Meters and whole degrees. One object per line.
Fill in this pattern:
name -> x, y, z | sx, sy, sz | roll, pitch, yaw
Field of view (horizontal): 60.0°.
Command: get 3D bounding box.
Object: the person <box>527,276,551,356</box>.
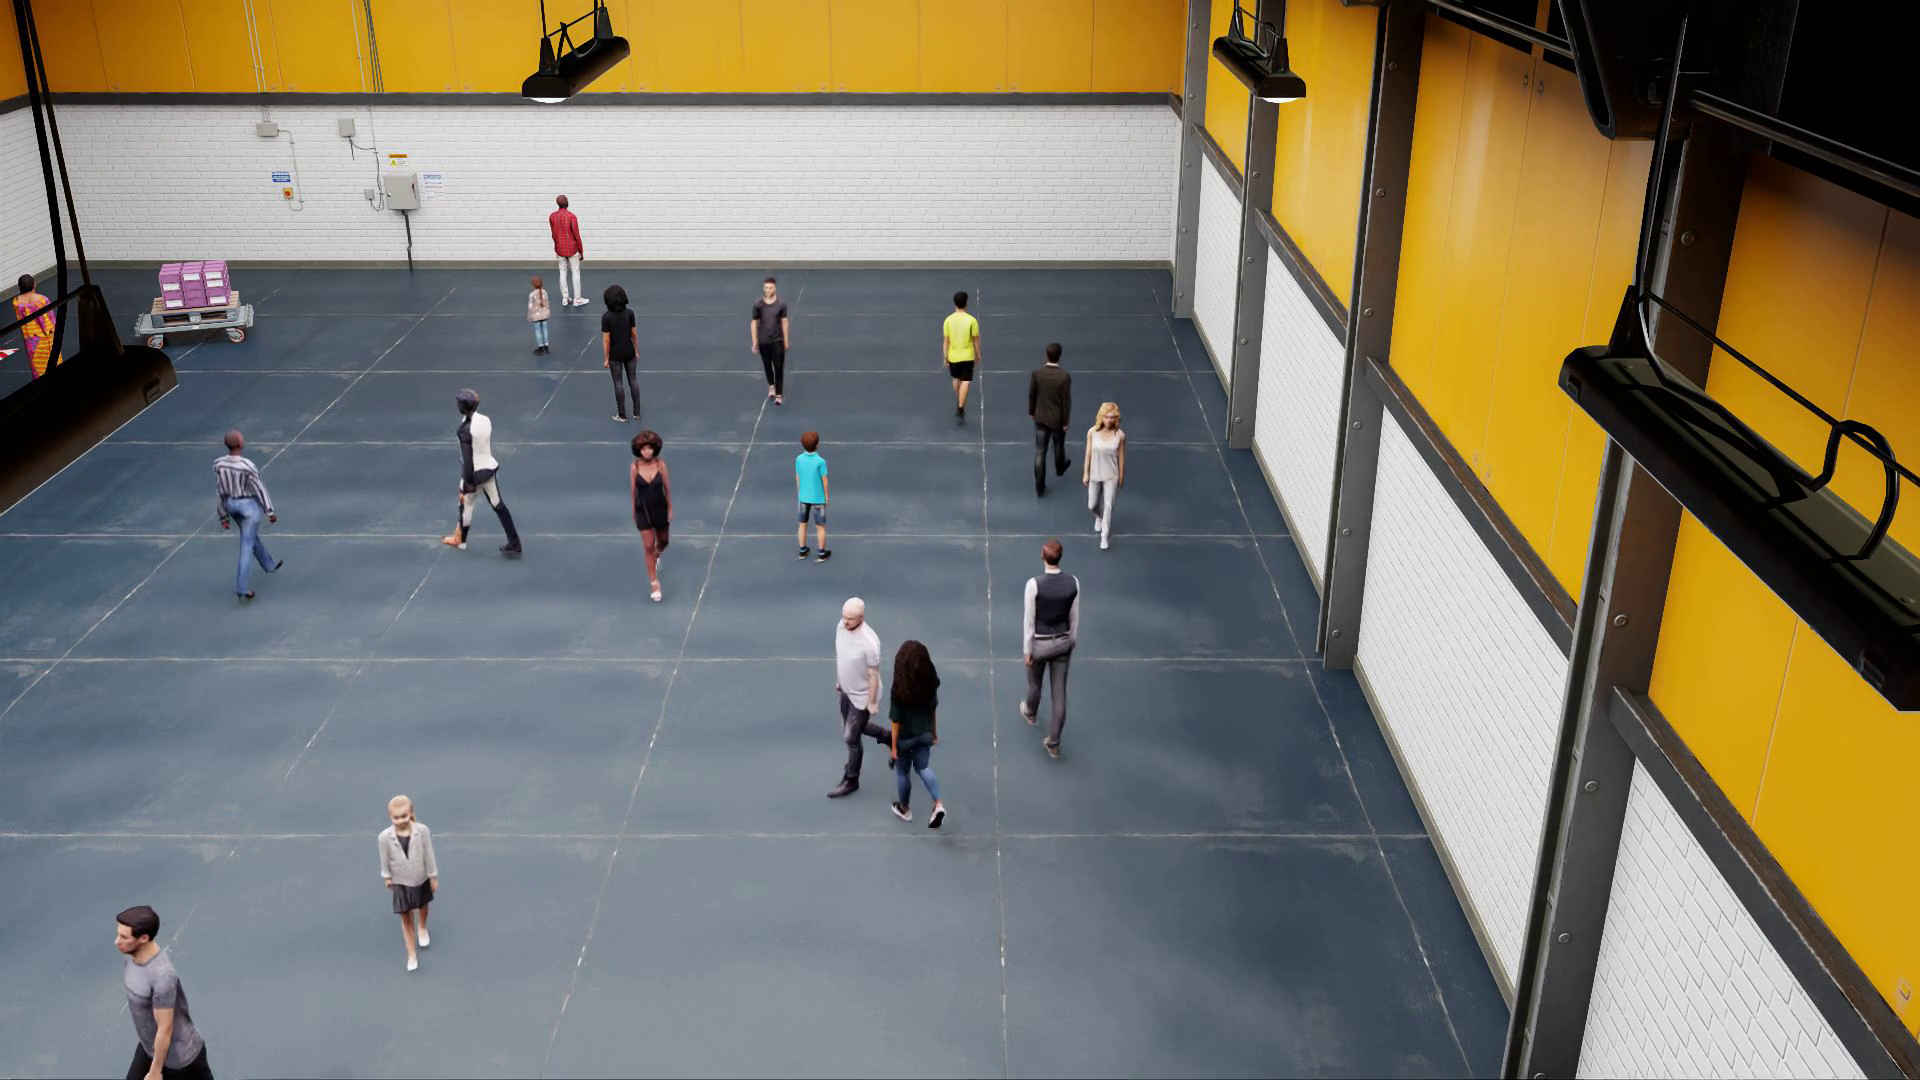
person -> -6.280, -3.360, 24.803 | 0.594, 1.193, 0.650 | -17, 29, -33

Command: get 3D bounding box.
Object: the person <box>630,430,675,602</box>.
person -> -3.165, -0.295, 17.078 | 0.756, 1.765, 1.079 | -7, 25, -15

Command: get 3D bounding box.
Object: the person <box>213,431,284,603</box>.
person -> -7.311, -0.200, 16.878 | 0.814, 1.751, 1.162 | 5, 24, 11

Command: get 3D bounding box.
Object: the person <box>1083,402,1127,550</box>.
person -> 1.597, -0.745, 18.241 | 0.700, 1.657, 0.831 | 5, 24, 12

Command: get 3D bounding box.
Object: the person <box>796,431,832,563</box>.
person -> -1.597, -0.481, 17.900 | 0.572, 1.447, 0.570 | 8, 25, 18

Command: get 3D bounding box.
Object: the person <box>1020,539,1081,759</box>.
person -> 0.790, 0.943, 14.070 | 0.825, 1.905, 1.146 | -5, 24, -11

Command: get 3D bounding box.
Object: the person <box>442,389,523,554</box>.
person -> -5.085, -0.682, 17.864 | 1.059, 1.845, 1.236 | 9, 25, 19

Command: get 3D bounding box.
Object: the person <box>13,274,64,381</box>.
person -> -12.817, -2.903, 23.144 | 0.706, 1.686, 0.722 | -5, 24, -12

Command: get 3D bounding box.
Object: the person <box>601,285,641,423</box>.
person -> -4.473, -2.477, 21.979 | 0.710, 1.837, 0.708 | -13, 27, -28

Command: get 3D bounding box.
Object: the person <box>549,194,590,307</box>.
person -> -6.422, -4.754, 27.208 | 0.724, 1.820, 0.682 | 7, 24, 15

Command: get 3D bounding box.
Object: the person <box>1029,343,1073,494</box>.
person -> 1.034, -1.401, 19.615 | 0.978, 1.759, 1.208 | 8, 25, 18

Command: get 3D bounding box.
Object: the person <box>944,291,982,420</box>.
person -> 0.018, -2.417, 22.046 | 0.785, 1.674, 1.155 | 4, 24, 10

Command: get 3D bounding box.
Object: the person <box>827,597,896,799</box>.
person -> -0.743, 1.232, 13.538 | 1.084, 1.802, 1.106 | -11, 26, -24

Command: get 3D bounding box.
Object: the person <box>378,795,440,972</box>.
person -> -3.869, 2.330, 11.709 | 0.689, 1.255, 0.864 | -8, 25, -19

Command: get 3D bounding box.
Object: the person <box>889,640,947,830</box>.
person -> -0.313, 1.555, 13.041 | 0.885, 1.608, 0.995 | -17, 29, -34

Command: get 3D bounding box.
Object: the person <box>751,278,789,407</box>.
person -> -2.572, -2.723, 22.690 | 0.651, 1.718, 1.109 | 0, 24, 0

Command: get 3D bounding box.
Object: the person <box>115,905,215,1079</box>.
person -> -4.490, 2.905, 9.661 | 1.097, 1.841, 1.241 | 17, 29, 34
